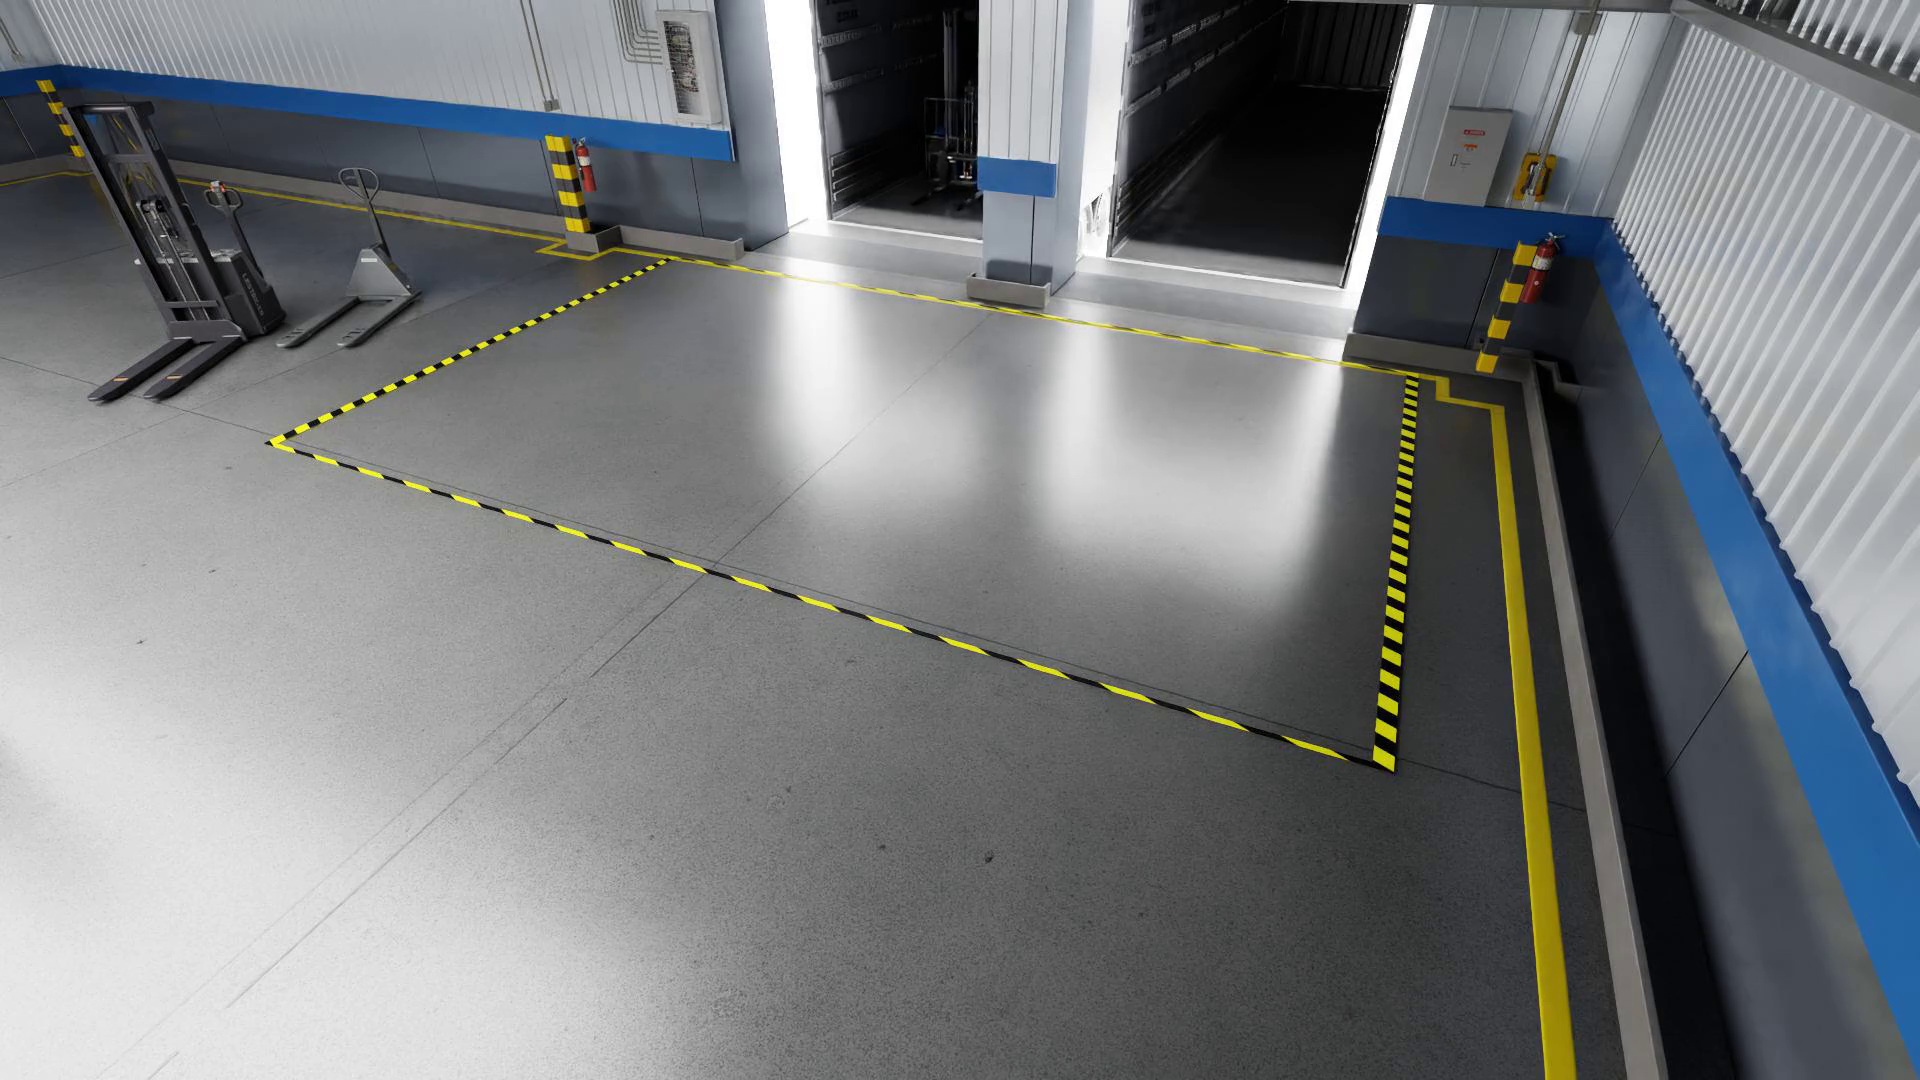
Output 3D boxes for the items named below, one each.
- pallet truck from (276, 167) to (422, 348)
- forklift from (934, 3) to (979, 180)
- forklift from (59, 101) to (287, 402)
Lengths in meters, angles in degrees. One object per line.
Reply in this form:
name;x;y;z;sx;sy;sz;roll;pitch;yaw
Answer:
pallet truck;-5.732;-2.611;8.414;0.680;1.201;1.601;-1;35;-1
forklift;0.551;-6.205;12.583;1.157;2.036;2.680;13;37;18
forklift;-6.686;-2.387;7.434;0.823;1.965;1.885;-3;35;-5
